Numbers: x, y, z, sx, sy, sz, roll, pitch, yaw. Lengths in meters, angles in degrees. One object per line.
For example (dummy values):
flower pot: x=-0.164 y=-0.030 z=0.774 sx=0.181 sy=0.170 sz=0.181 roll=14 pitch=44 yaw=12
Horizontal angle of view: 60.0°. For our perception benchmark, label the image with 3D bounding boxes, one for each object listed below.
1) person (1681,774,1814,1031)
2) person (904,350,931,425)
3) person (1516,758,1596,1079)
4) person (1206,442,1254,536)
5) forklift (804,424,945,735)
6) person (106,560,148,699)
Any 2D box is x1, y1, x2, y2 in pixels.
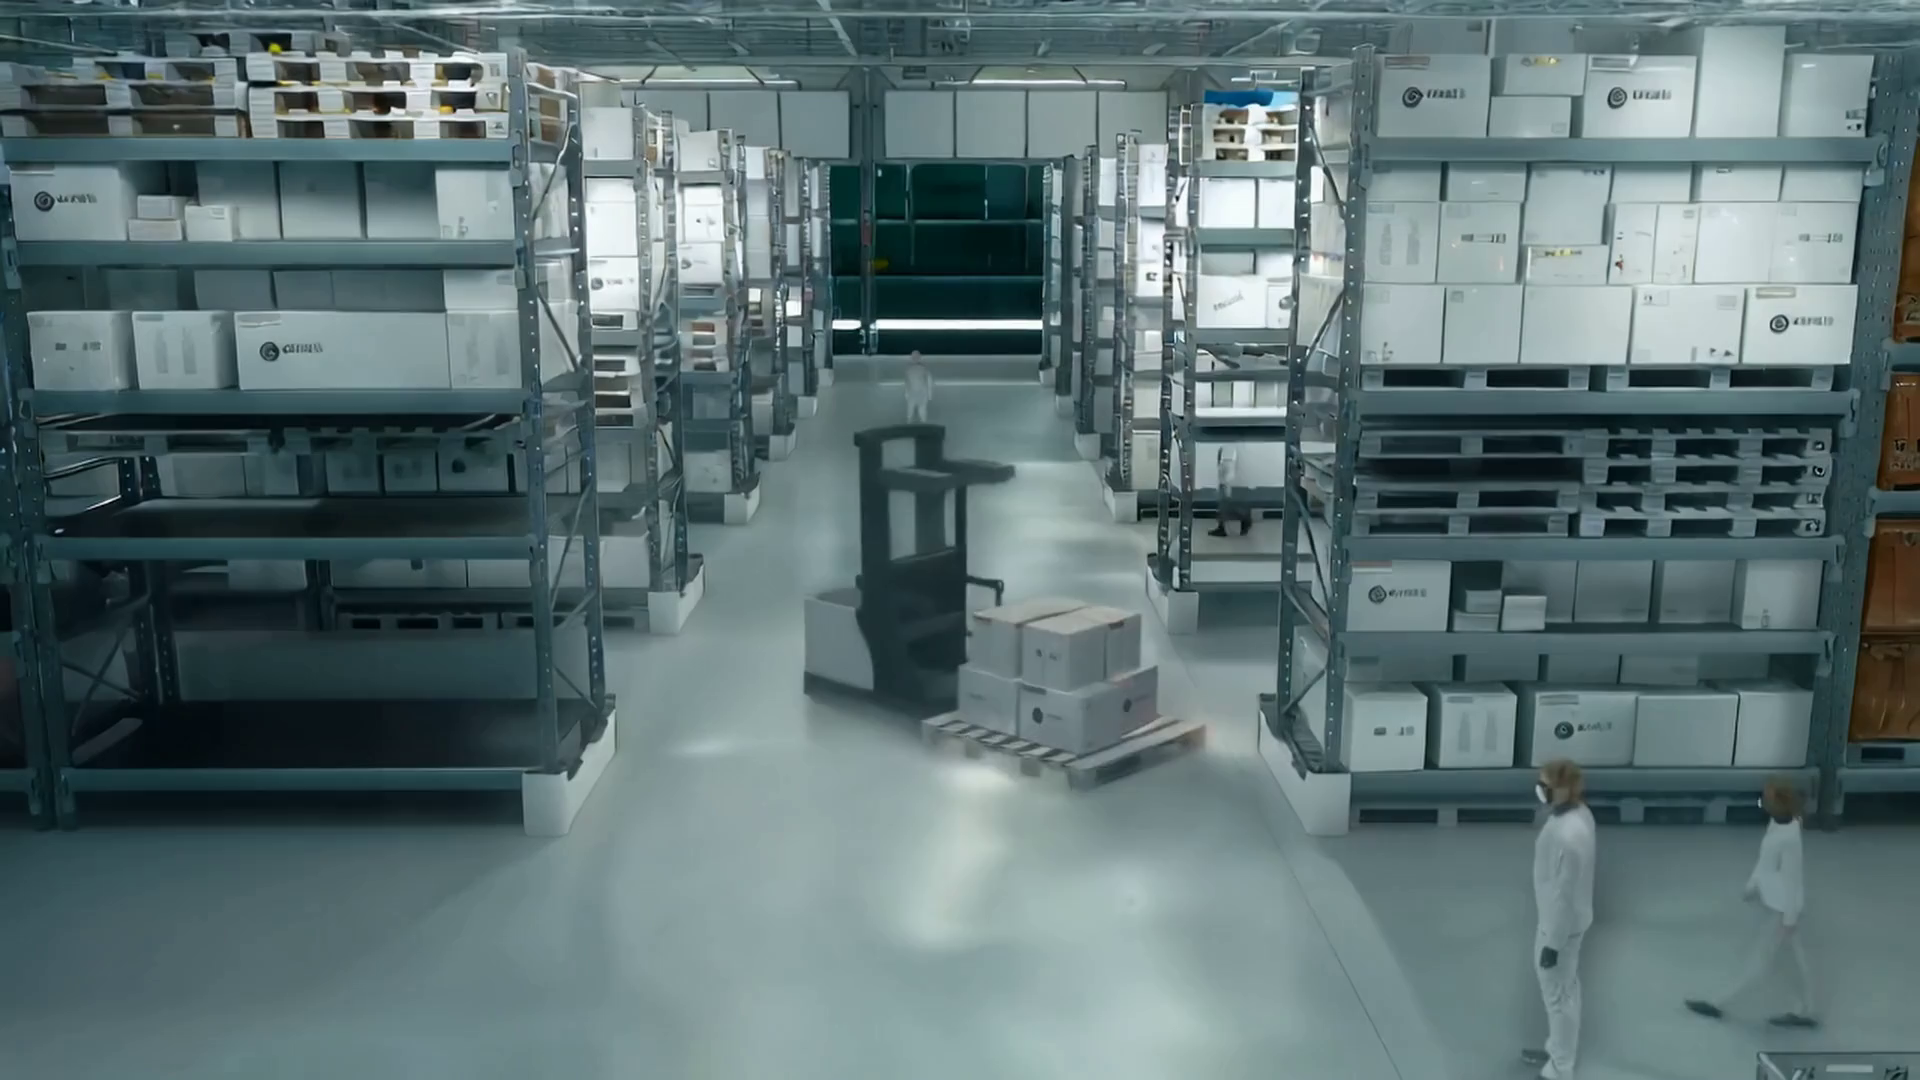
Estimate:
person: x=4.839 y=2.185 z=10.065 sx=0.814 sy=1.595 sz=0.521 roll=5 pitch=12 yaw=23
person: x=-0.901 y=-3.152 z=35.856 sx=0.654 sy=1.871 sz=0.937 roll=-6 pitch=13 yaw=-28
person: x=3.366 y=2.158 z=9.349 sx=0.354 sy=1.937 sz=0.635 roll=5 pitch=12 yaw=23
person: x=4.060 y=-0.975 z=24.925 sx=0.622 sy=1.921 sz=0.550 roll=2 pitch=12 yaw=9
forklift: x=-0.581 y=0.288 z=16.273 sx=1.873 sy=2.768 sz=1.129 roll=11 pitch=16 yaw=43
person: x=-8.286 y=0.833 z=16.520 sx=0.318 sy=1.697 sz=0.533 roll=-11 pitch=16 yaw=-43
